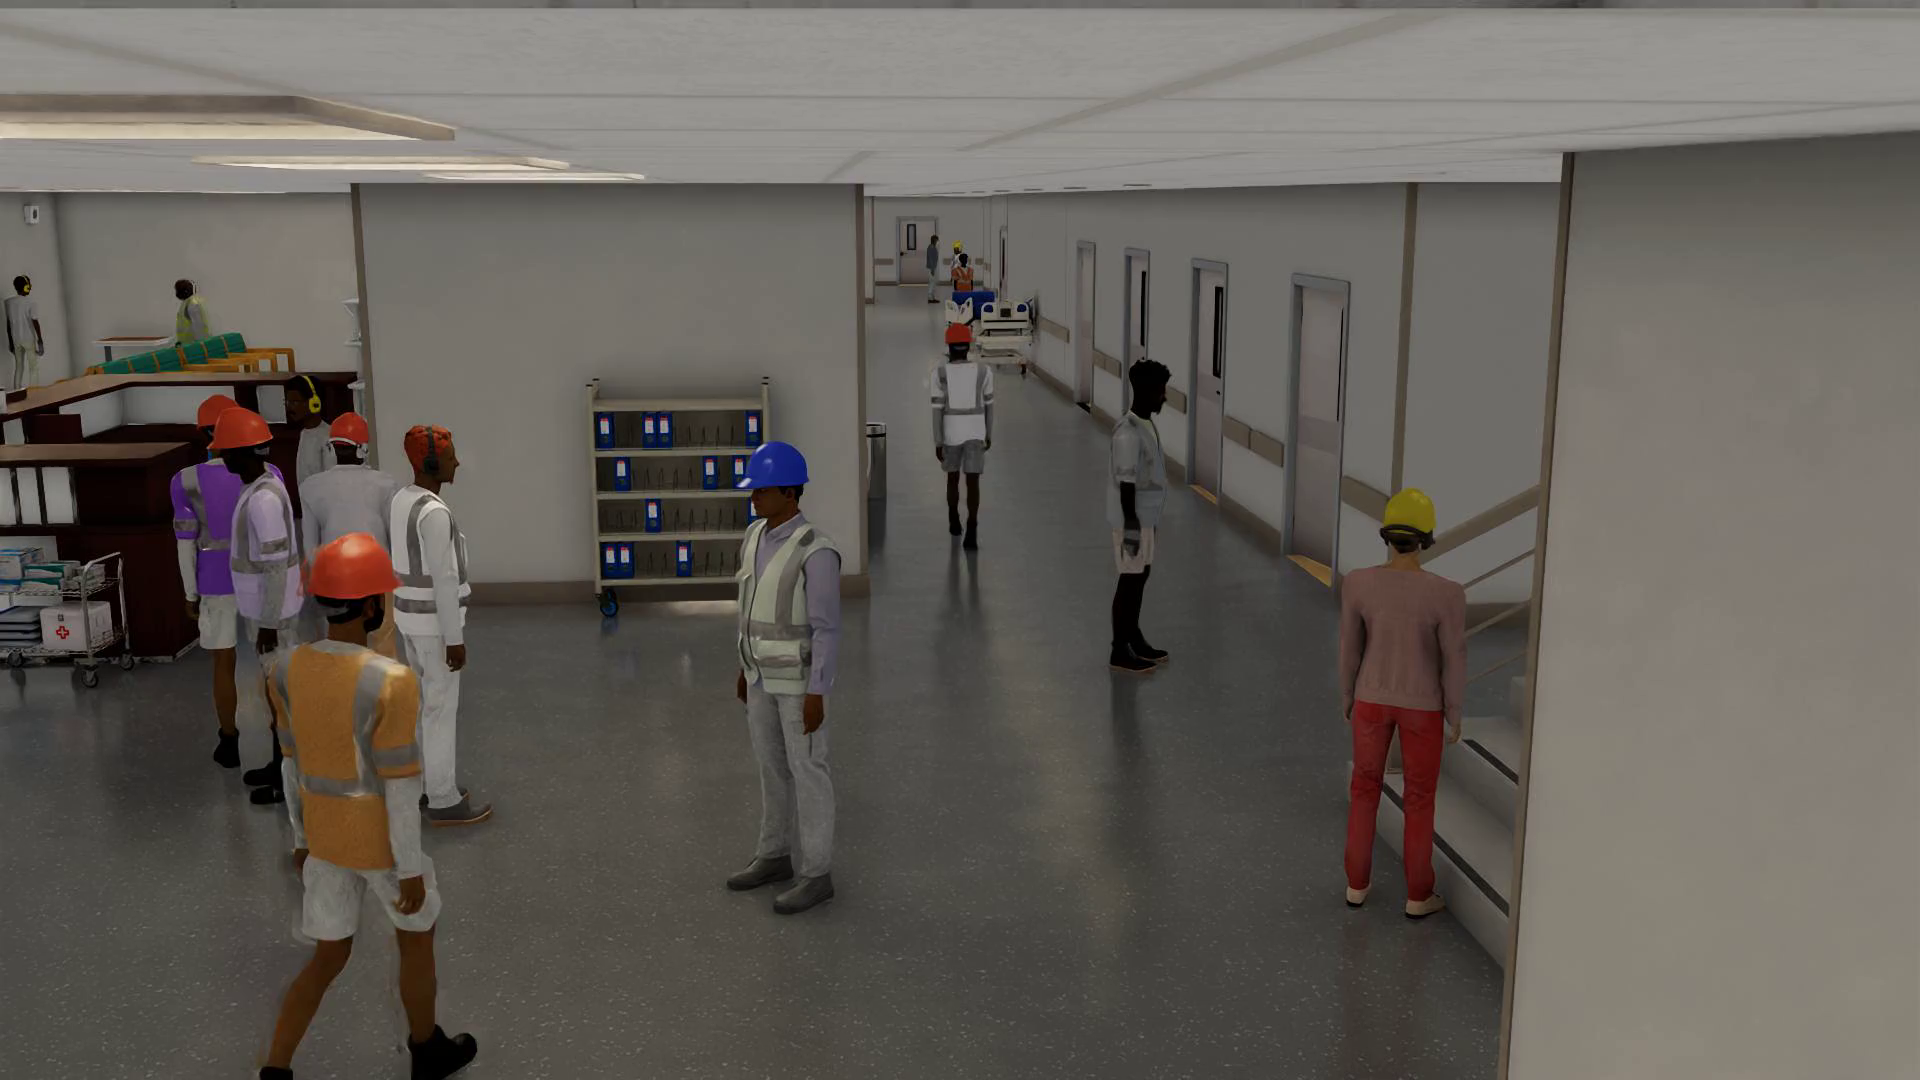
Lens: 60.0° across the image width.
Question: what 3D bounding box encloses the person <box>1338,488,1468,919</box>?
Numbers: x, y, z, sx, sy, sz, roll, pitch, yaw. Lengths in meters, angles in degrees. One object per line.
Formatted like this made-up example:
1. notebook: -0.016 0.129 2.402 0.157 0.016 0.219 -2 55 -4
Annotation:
1. person: 1.794 0.665 6.778 0.526 1.772 0.307 7 14 31

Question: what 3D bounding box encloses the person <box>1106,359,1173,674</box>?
1. person: 1.106 -0.147 10.300 0.385 1.955 0.608 4 12 17

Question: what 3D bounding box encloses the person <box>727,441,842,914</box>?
1. person: -0.725 0.555 6.875 0.384 1.948 0.605 -10 15 -41

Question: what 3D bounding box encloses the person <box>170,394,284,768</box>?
1. person: -3.734 0.214 8.587 0.542 1.930 0.366 -6 13 -26

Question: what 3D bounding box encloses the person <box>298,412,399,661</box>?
1. person: -3.346 0.163 9.265 0.561 1.753 0.327 -1 12 -5

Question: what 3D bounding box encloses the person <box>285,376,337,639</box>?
1. person: -3.920 -0.083 10.218 0.324 1.862 0.512 -10 15 -39

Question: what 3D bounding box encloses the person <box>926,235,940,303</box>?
1. person: -0.769 -7.684 47.197 0.384 1.930 0.634 1 12 5

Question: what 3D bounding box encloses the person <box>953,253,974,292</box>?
1. person: 0.081 -5.712 38.114 0.535 1.700 0.318 -6 13 -27

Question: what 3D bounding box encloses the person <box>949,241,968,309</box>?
1. person: -0.047 -6.979 43.978 0.404 1.829 0.600 -11 16 -42

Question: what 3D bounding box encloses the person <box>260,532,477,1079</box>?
1. person: -1.904 0.928 5.164 0.547 1.912 0.887 5 12 21

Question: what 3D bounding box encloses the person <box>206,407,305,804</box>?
1. person: -3.382 0.318 8.069 0.376 1.934 0.547 -5 13 -24

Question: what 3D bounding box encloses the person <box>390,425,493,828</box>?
1. person: -2.466 0.399 7.794 0.337 1.882 0.584 -8 14 -35

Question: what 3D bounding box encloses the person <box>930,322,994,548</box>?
1. person: 0.020 -0.901 14.162 0.540 1.897 1.001 0 12 -1

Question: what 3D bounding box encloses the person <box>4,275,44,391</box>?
1. person: -13.165 -2.784 23.424 0.521 1.861 0.330 2 12 8
